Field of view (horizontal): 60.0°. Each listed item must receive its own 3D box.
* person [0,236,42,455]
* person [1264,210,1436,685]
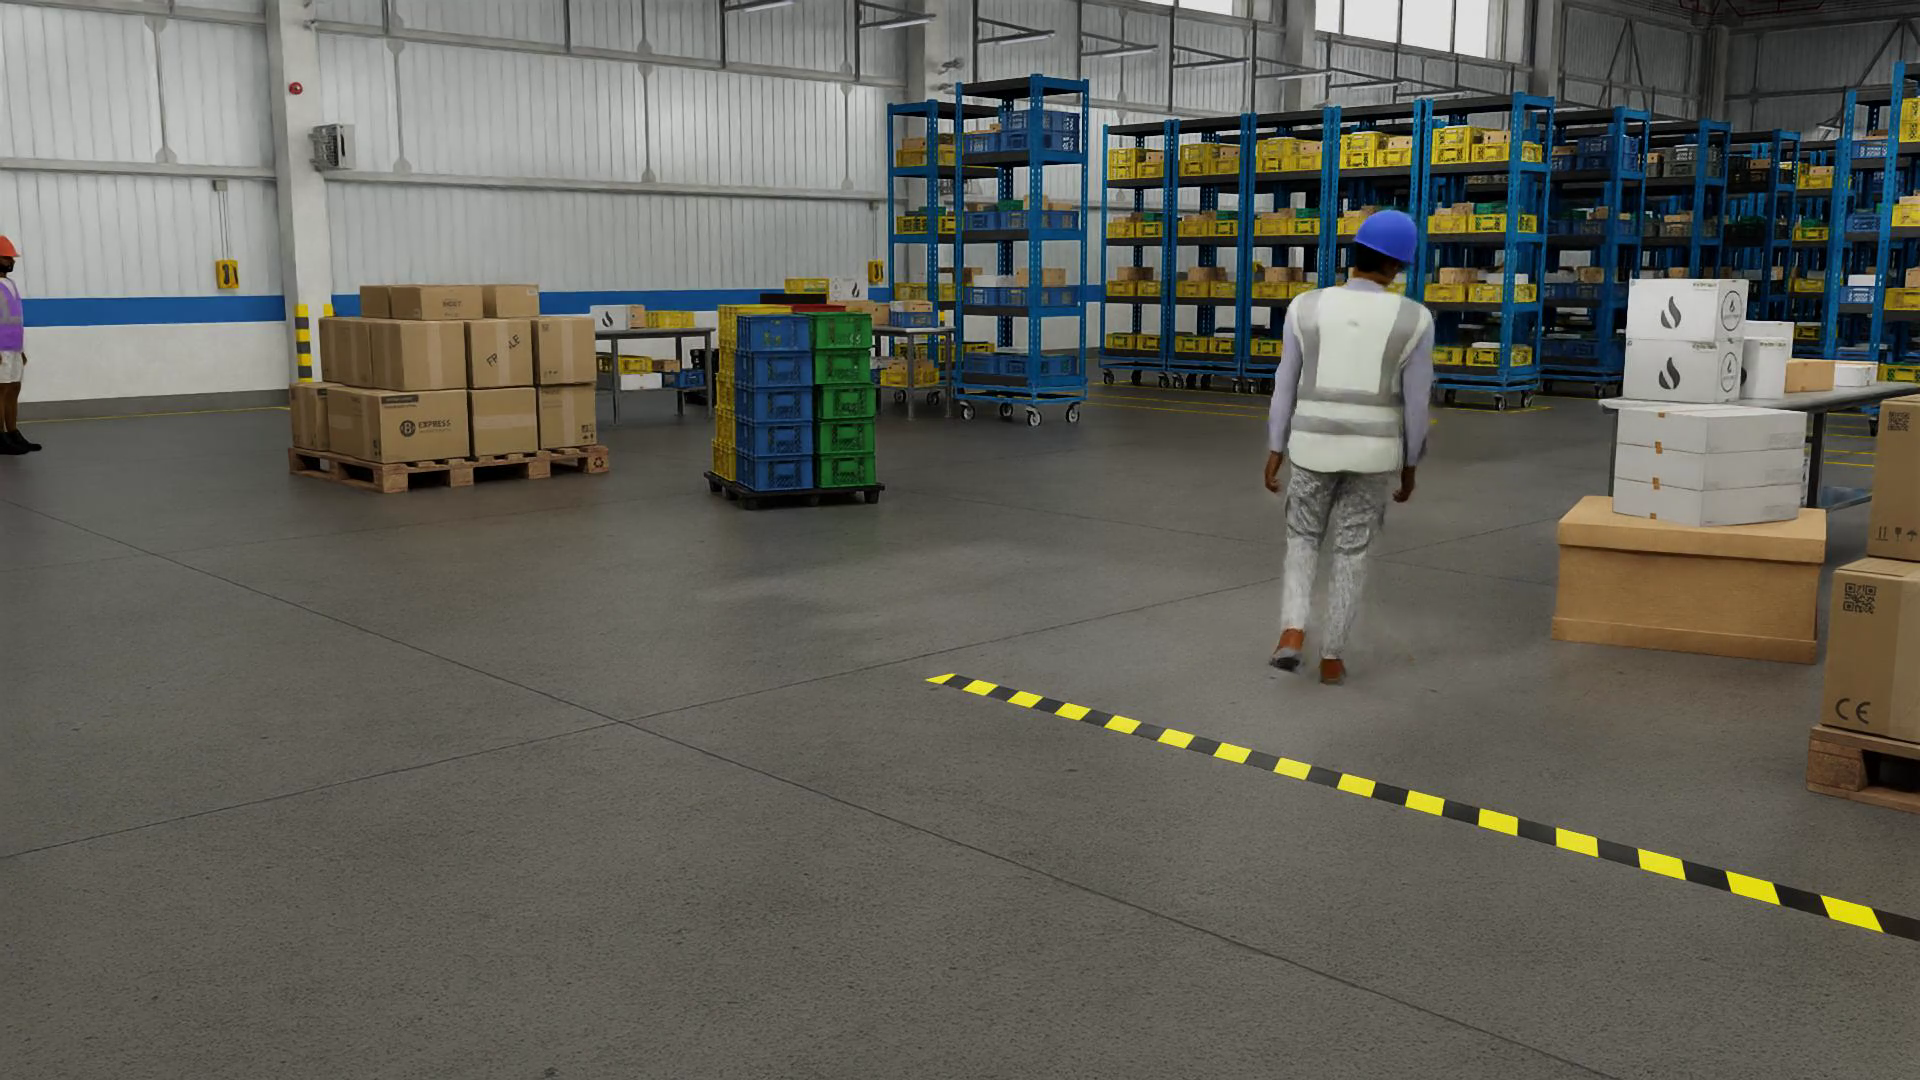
[{"bbox_3d":[-8.493,-1.729,14.836,0.356,1.936,0.551,-1,10,-6],"label":"person"},{"bbox_3d":[1.539,-0.351,6.636,0.636,1.923,0.409,3,10,19],"label":"person"}]
